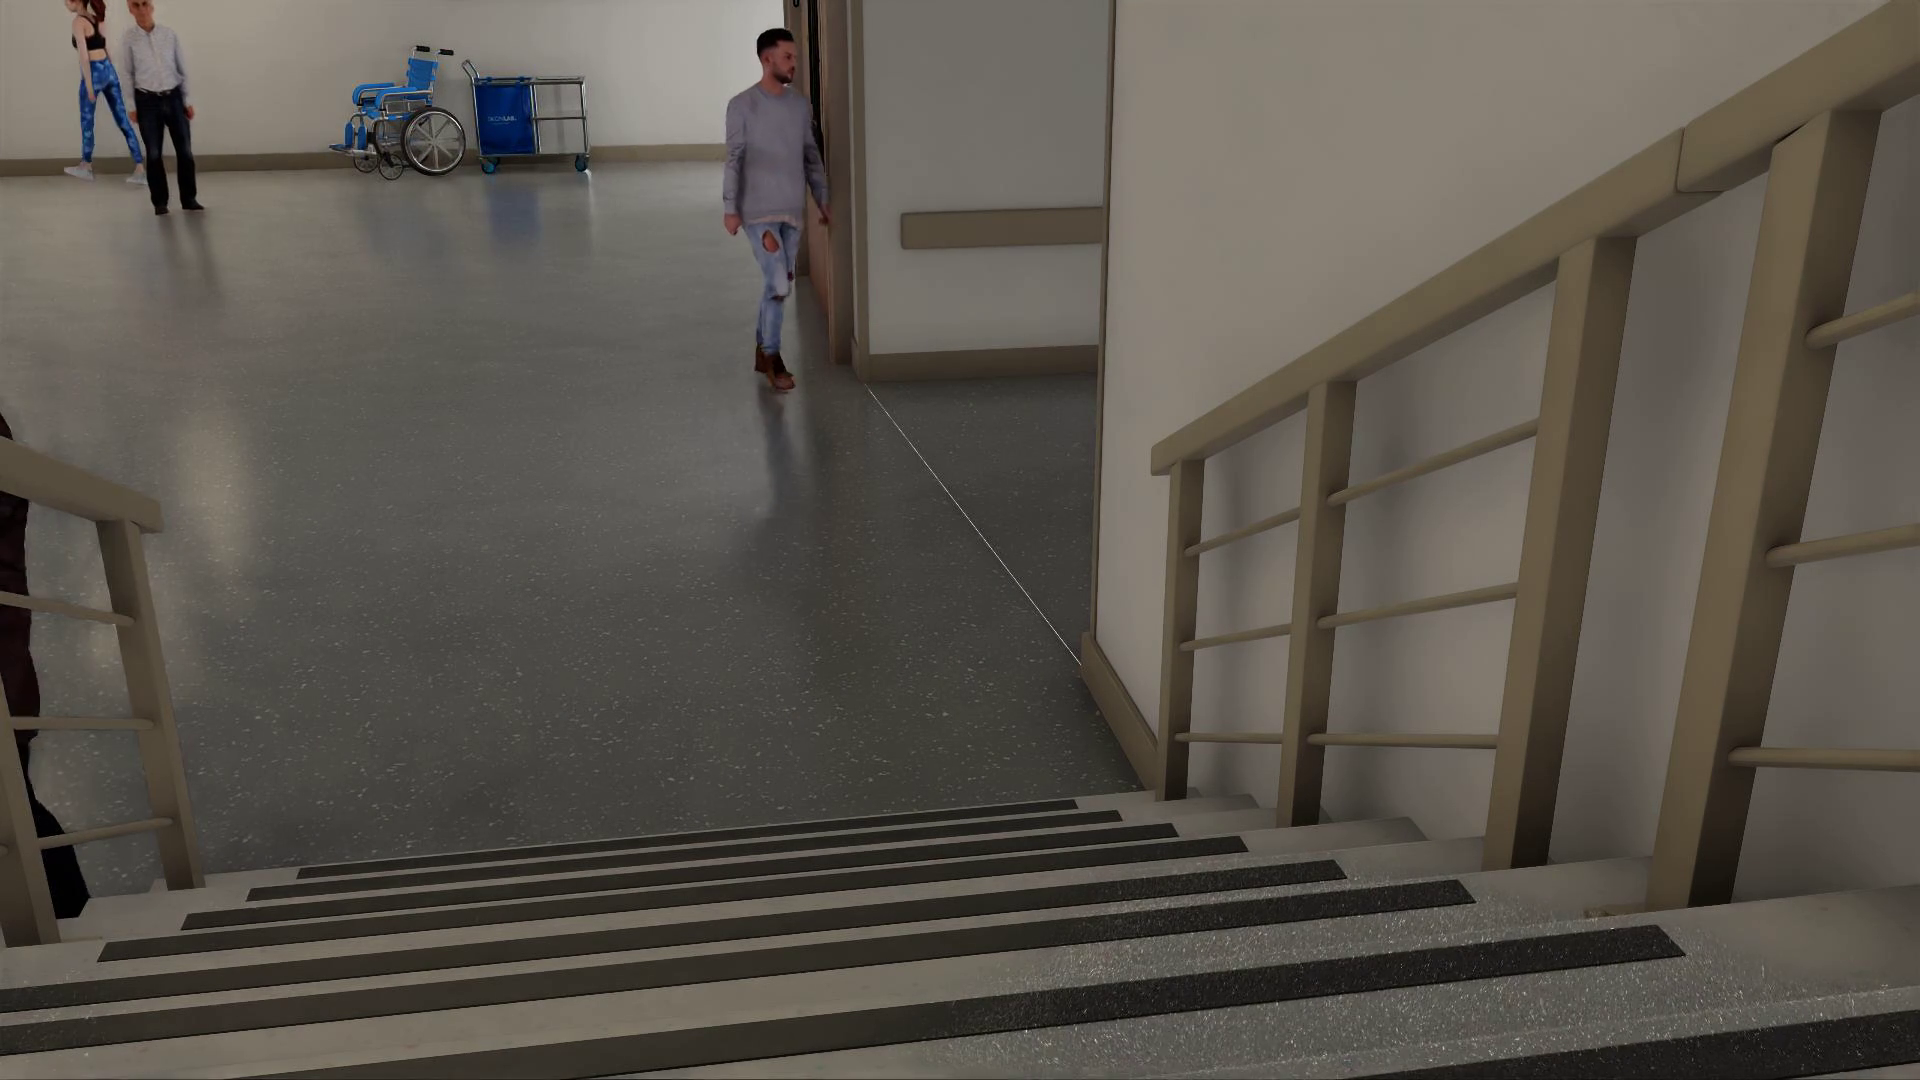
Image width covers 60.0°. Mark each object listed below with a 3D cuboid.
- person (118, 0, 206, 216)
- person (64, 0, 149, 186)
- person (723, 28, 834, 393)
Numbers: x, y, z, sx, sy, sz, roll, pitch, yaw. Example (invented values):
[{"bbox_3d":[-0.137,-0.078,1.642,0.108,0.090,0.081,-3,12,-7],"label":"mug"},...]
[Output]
[{"bbox_3d":[-6.555,-3.601,13.652,0.746,1.815,0.734,-16,26,-37],"label":"person"},{"bbox_3d":[-7.617,-4.026,14.876,1.049,1.744,1.144,8,22,19],"label":"person"},{"bbox_3d":[-1.030,-1.734,8.720,0.913,1.818,0.861,19,28,41],"label":"person"}]
